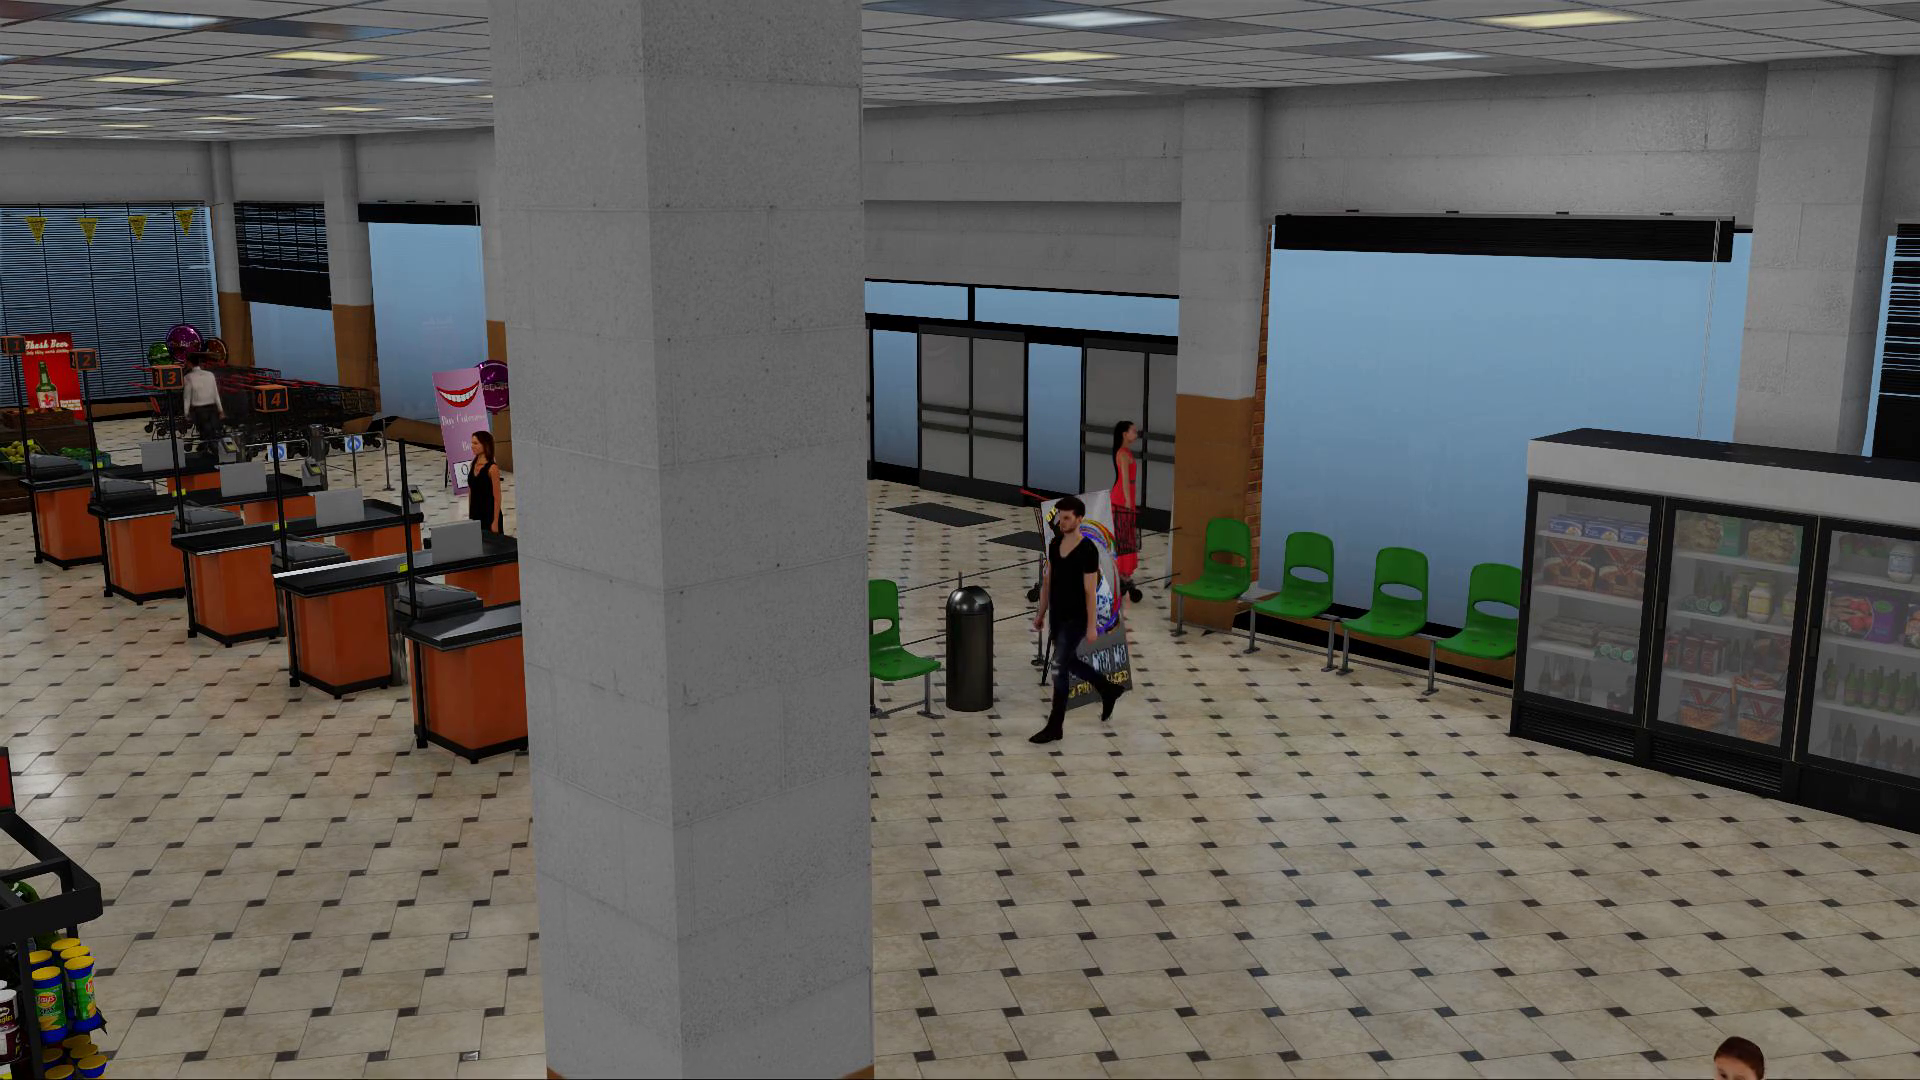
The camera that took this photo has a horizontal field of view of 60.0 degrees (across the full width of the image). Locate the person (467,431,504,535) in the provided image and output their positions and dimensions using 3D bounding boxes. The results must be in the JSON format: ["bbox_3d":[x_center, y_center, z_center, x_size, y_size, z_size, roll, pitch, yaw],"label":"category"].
[{"bbox_3d":[-4.621,-0.154,16.233,0.614,1.835,0.578,8,14,34],"label":"person"}]

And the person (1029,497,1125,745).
[{"bbox_3d":[0.906,0.593,12.605,1.226,1.867,0.856,-7,14,-30],"label":"person"}]

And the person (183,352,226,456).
[{"bbox_3d":[-11.020,-1.834,24.405,1.018,1.755,1.233,7,14,31],"label":"person"}]

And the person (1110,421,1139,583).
[{"bbox_3d":[1.739,-0.417,17.743,0.775,1.726,0.706,1,12,3],"label":"person"}]
